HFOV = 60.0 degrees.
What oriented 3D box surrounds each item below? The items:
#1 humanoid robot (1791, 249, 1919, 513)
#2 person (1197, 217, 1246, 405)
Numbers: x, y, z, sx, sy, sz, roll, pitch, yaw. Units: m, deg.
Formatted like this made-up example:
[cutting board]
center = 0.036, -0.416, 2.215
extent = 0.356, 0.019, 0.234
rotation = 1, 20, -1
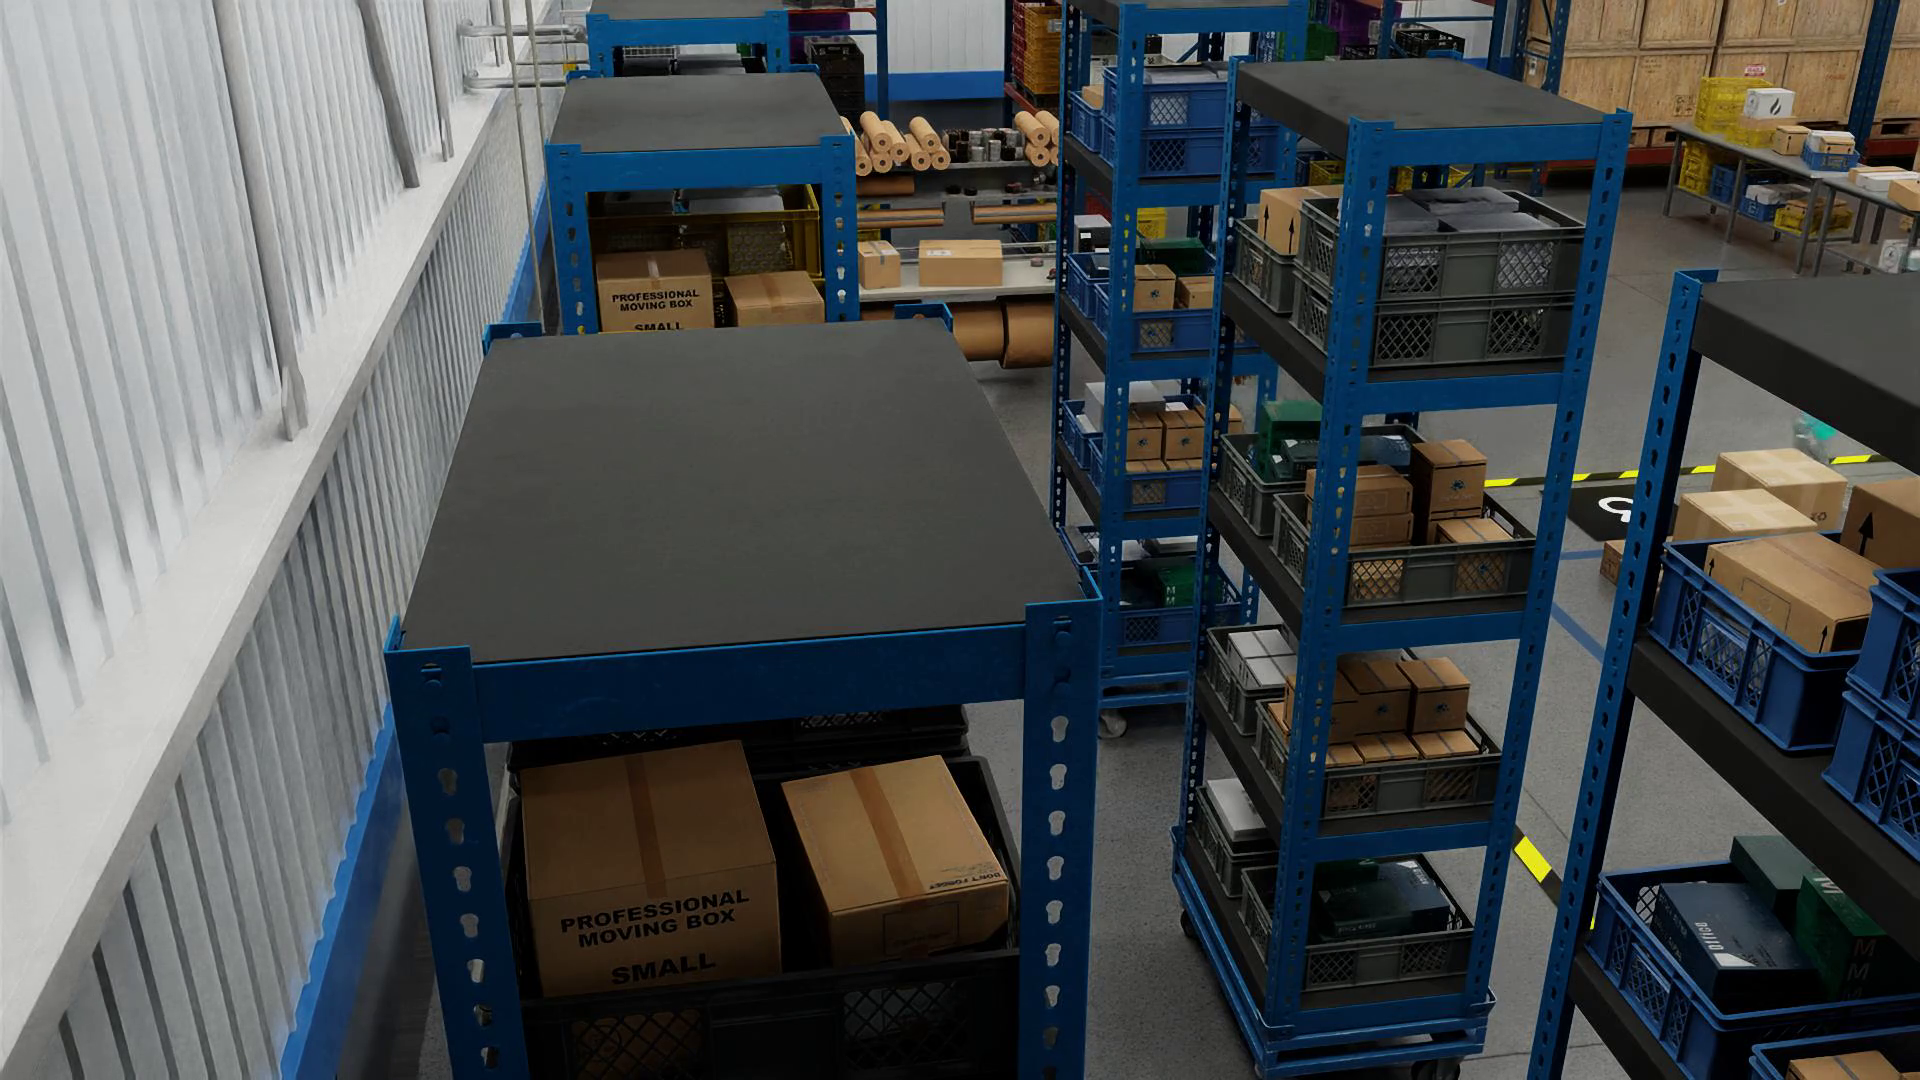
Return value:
[humanoid robot]
center = 5.735, -1.014, 10.812
extent = 0.866, 1.809, 0.541
rotation = 10, 26, 20
[person]
center = 1.709, -1.267, 11.181
extent = 0.432, 1.836, 0.588
rotation = -5, 25, -10
